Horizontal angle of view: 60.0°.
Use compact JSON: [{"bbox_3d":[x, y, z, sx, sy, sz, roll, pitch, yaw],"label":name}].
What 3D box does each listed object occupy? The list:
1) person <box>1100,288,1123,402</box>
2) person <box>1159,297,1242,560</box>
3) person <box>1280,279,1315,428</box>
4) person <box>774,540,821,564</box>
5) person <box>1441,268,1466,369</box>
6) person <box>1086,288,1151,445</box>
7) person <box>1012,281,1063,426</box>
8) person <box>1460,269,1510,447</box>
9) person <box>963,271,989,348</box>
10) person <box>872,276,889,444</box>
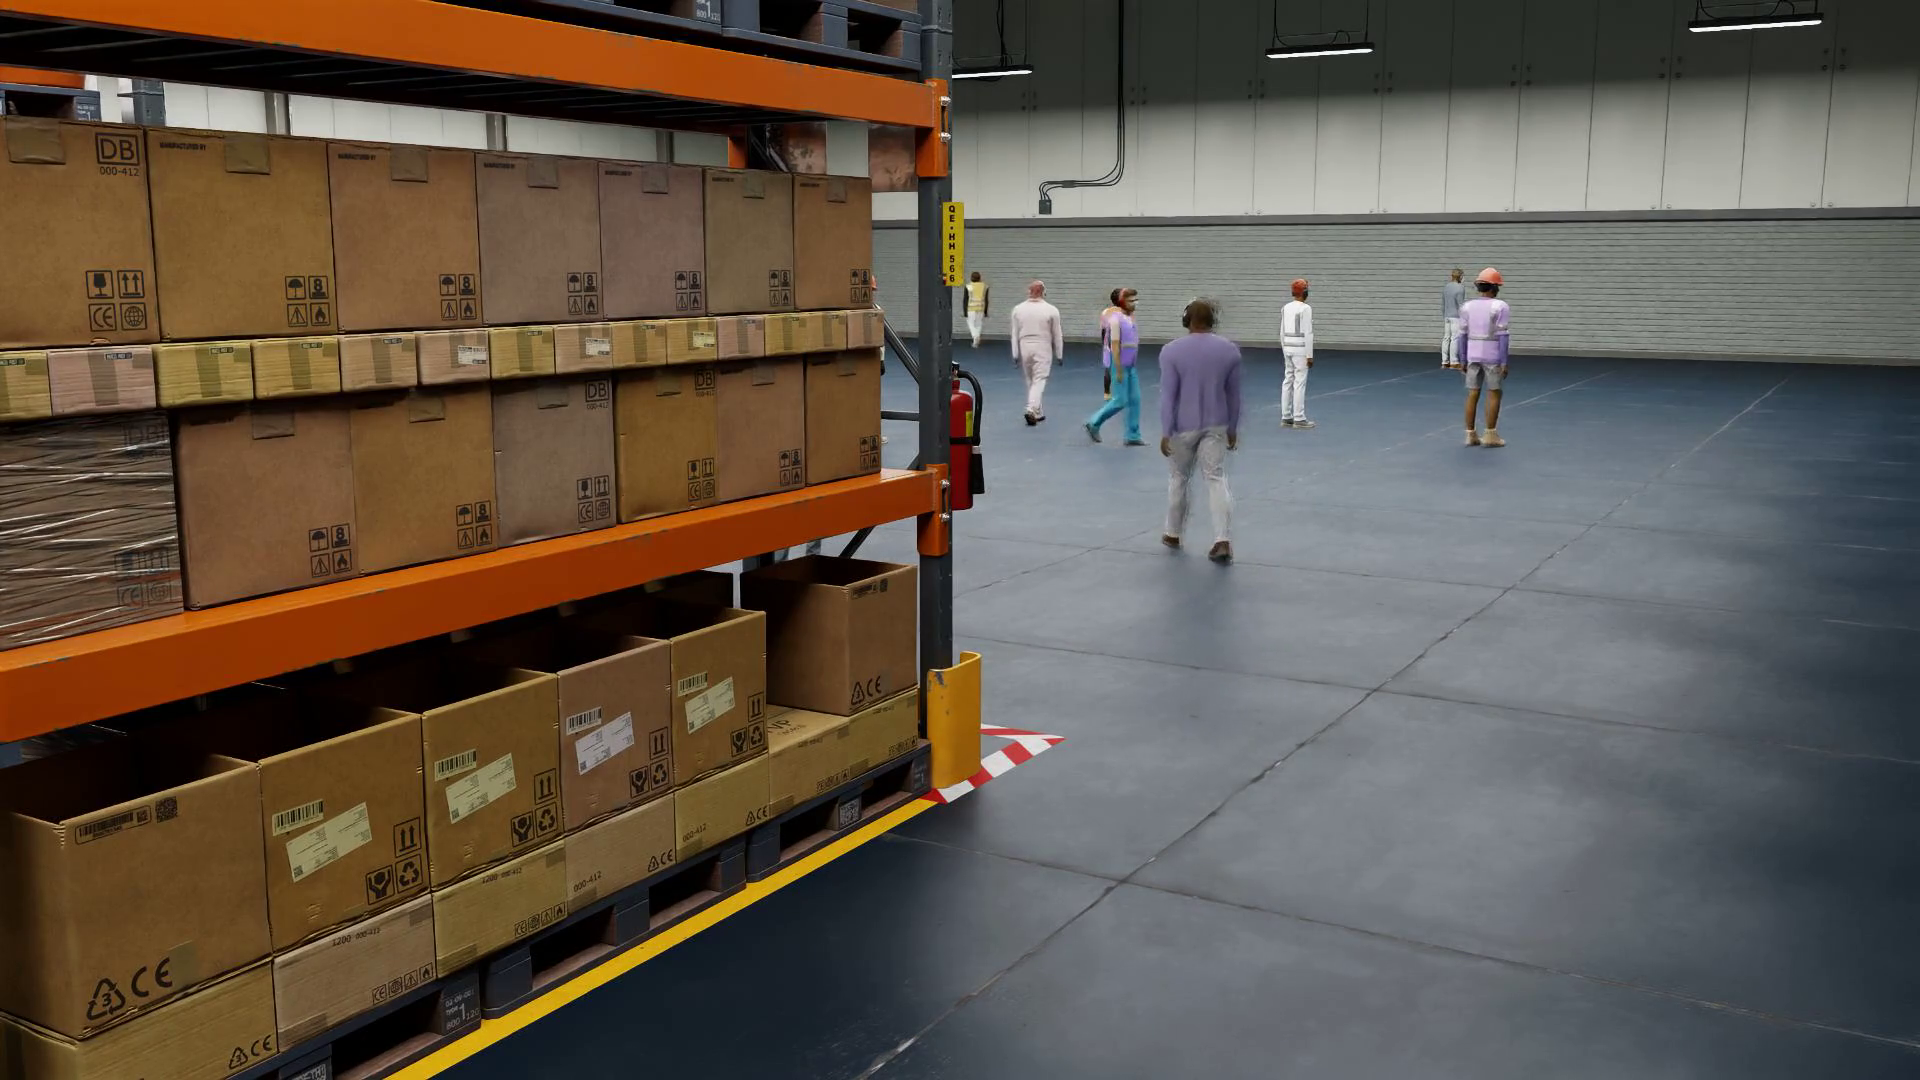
[{"bbox_3d":[2.341,-2.899,24.818,0.542,1.695,0.316,8,12,39],"label":"person"},{"bbox_3d":[1.748,-0.813,12.065,0.650,1.892,1.025,-2,10,-11],"label":"person"},{"bbox_3d":[4.304,-2.368,21.163,0.347,1.883,0.584,-4,11,-24],"label":"person"},{"bbox_3d":[-1.131,-0.557,11.289,0.504,1.632,0.269,4,10,22],"label":"person"},{"bbox_3d":[9.551,-4.270,32.139,0.356,1.936,0.638,-3,10,-17],"label":"person"},{"bbox_3d":[1.844,-1.968,19.100,0.717,1.825,0.561,5,11,28],"label":"person"},{"bbox_3d":[0.992,-2.425,21.556,0.655,1.869,0.958,4,10,22],"label":"person"},{"bbox_3d":[6.040,-2.068,19.017,0.536,2.030,0.652,-8,12,-39],"label":"person"},{"bbox_3d":[0.387,-5.457,39.426,0.631,1.826,0.604,-3,10,-19],"label":"person"},{"bbox_3d":[-1.110,-2.095,19.264,0.609,1.986,0.392,7,12,34],"label":"person"}]
